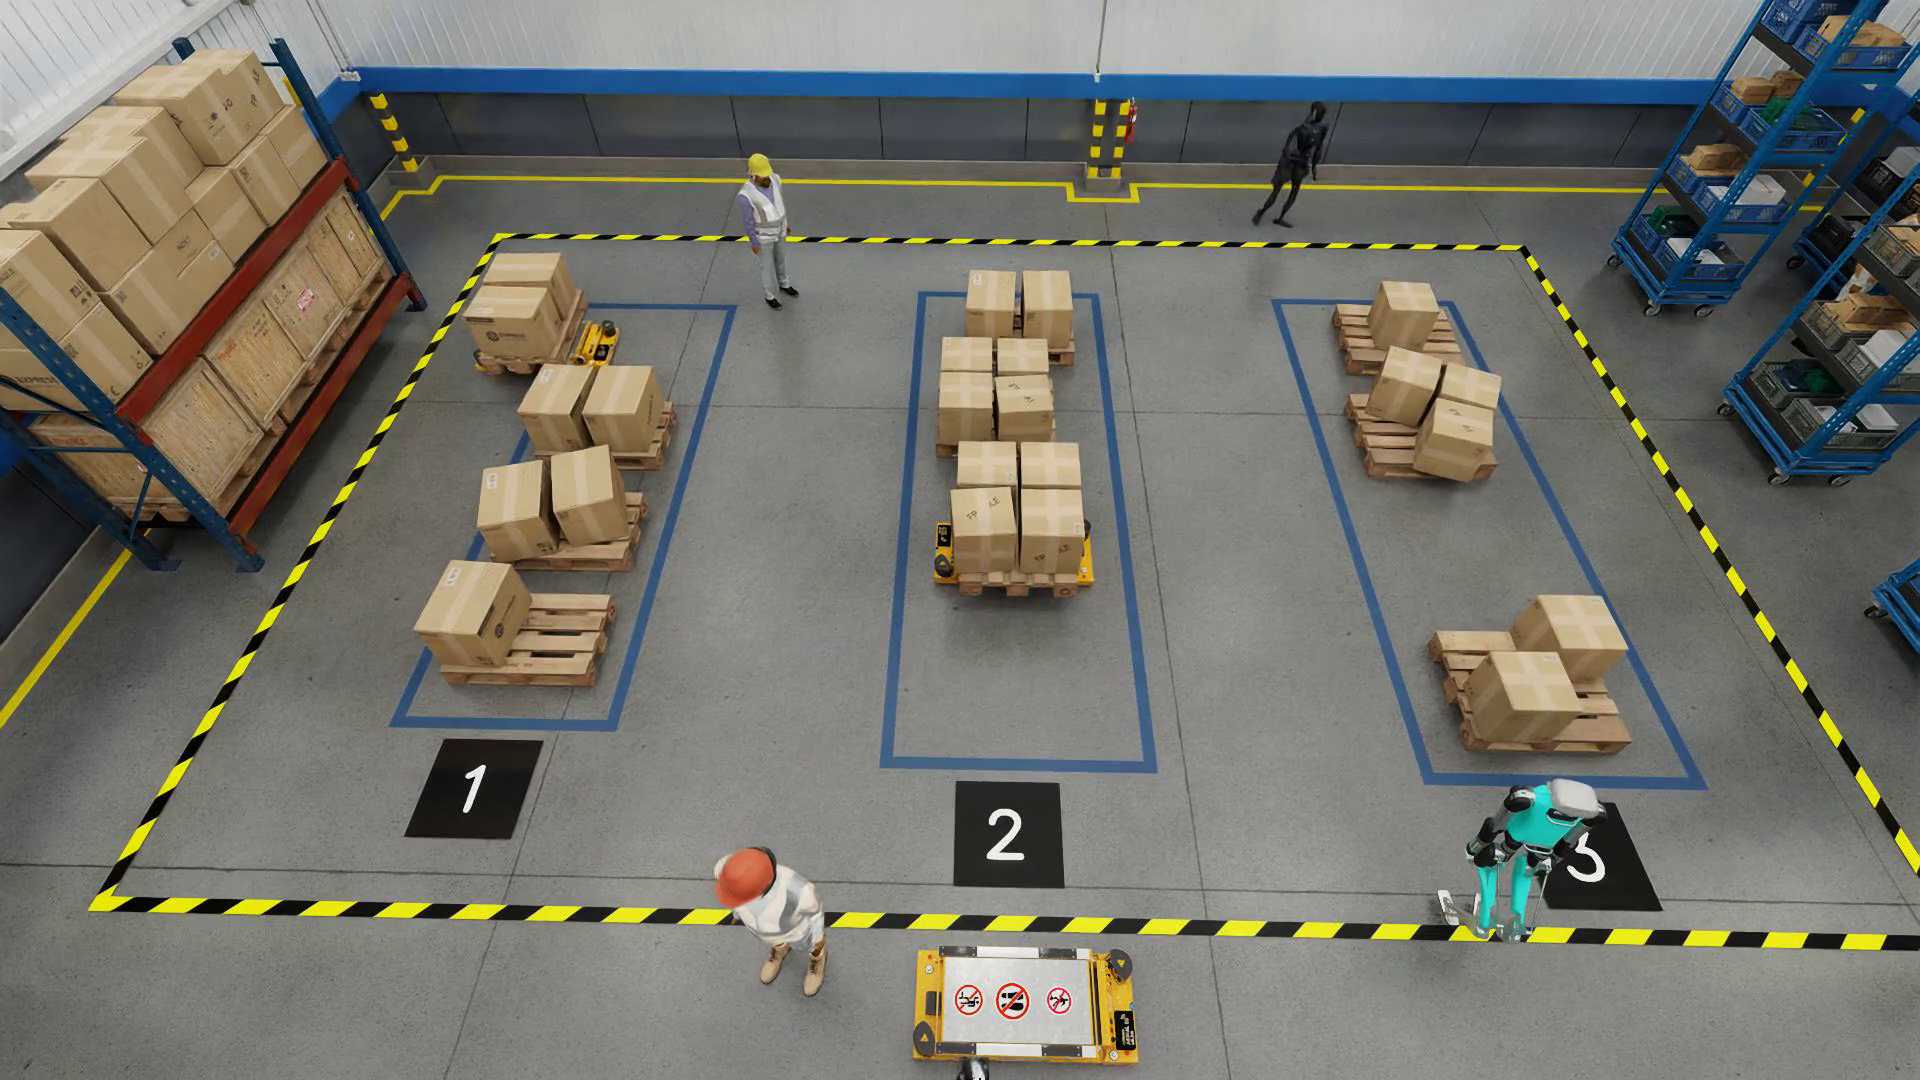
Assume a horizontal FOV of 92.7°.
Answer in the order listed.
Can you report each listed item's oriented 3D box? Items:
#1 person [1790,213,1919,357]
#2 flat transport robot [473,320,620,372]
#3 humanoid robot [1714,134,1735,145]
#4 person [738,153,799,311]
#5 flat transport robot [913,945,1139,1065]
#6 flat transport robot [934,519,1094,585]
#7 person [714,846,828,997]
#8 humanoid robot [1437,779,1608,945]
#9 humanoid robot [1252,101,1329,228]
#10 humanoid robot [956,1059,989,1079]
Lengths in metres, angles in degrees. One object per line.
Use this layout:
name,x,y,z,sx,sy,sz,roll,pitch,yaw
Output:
person,9.705,-2.816,9.705,0.550,1.934,0.372,-25,55,-19
flat transport robot,-4.615,-2.177,10.242,1.431,0.197,0.652,-1,51,-1
humanoid robot,9.867,-4.972,11.652,0.598,1.651,0.384,-4,51,-3
person,-2.131,-3.470,10.305,0.404,1.829,0.599,30,57,22
flat transport robot,0.422,3.041,6.007,1.431,0.231,0.659,1,51,1
flat transport robot,0.490,0.087,8.397,1.431,0.197,0.652,1,51,1
person,-1.104,2.291,5.476,0.614,2.038,0.378,13,52,10
humanoid robot,3.481,2.130,5.719,0.533,1.671,0.735,10,51,8
humanoid robot,4.136,-4.663,11.381,0.617,1.647,0.452,-13,52,-10
humanoid robot,-0.188,3.251,4.943,0.810,1.876,0.561,-5,51,-4
